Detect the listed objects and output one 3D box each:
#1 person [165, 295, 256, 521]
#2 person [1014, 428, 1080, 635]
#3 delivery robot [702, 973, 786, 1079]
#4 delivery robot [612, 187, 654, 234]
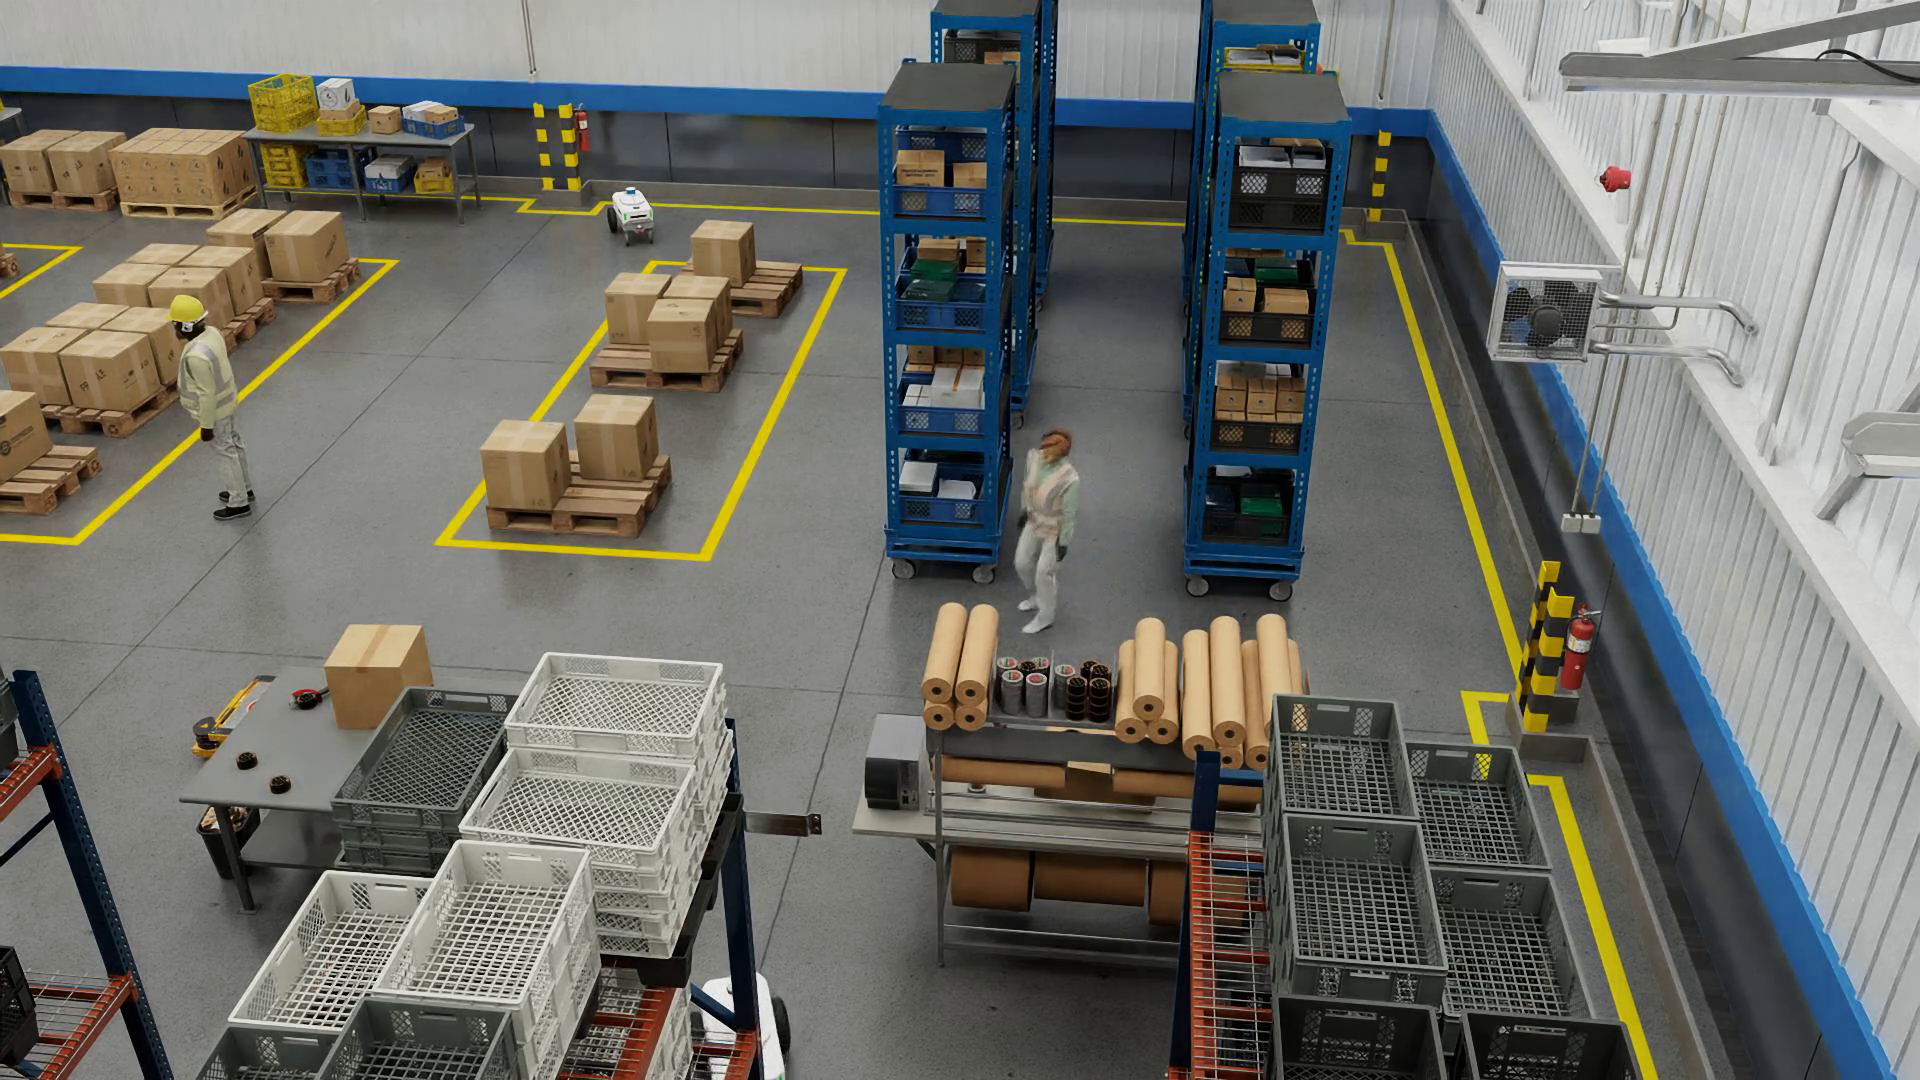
[{"bbox_3d":[-5.799,-1.033,12.877,0.403,1.834,0.588,-5,31,-9],"label":"person"},{"bbox_3d":[0.600,-0.070,11.444,0.339,1.609,0.547,-18,35,-28],"label":"person"},{"bbox_3d":[-1.057,2.441,8.083,0.477,0.478,0.707,-7,31,-12],"label":"delivery robot"},{"bbox_3d":[-3.668,-3.708,18.645,0.477,0.478,0.707,-11,32,-18],"label":"delivery robot"}]
